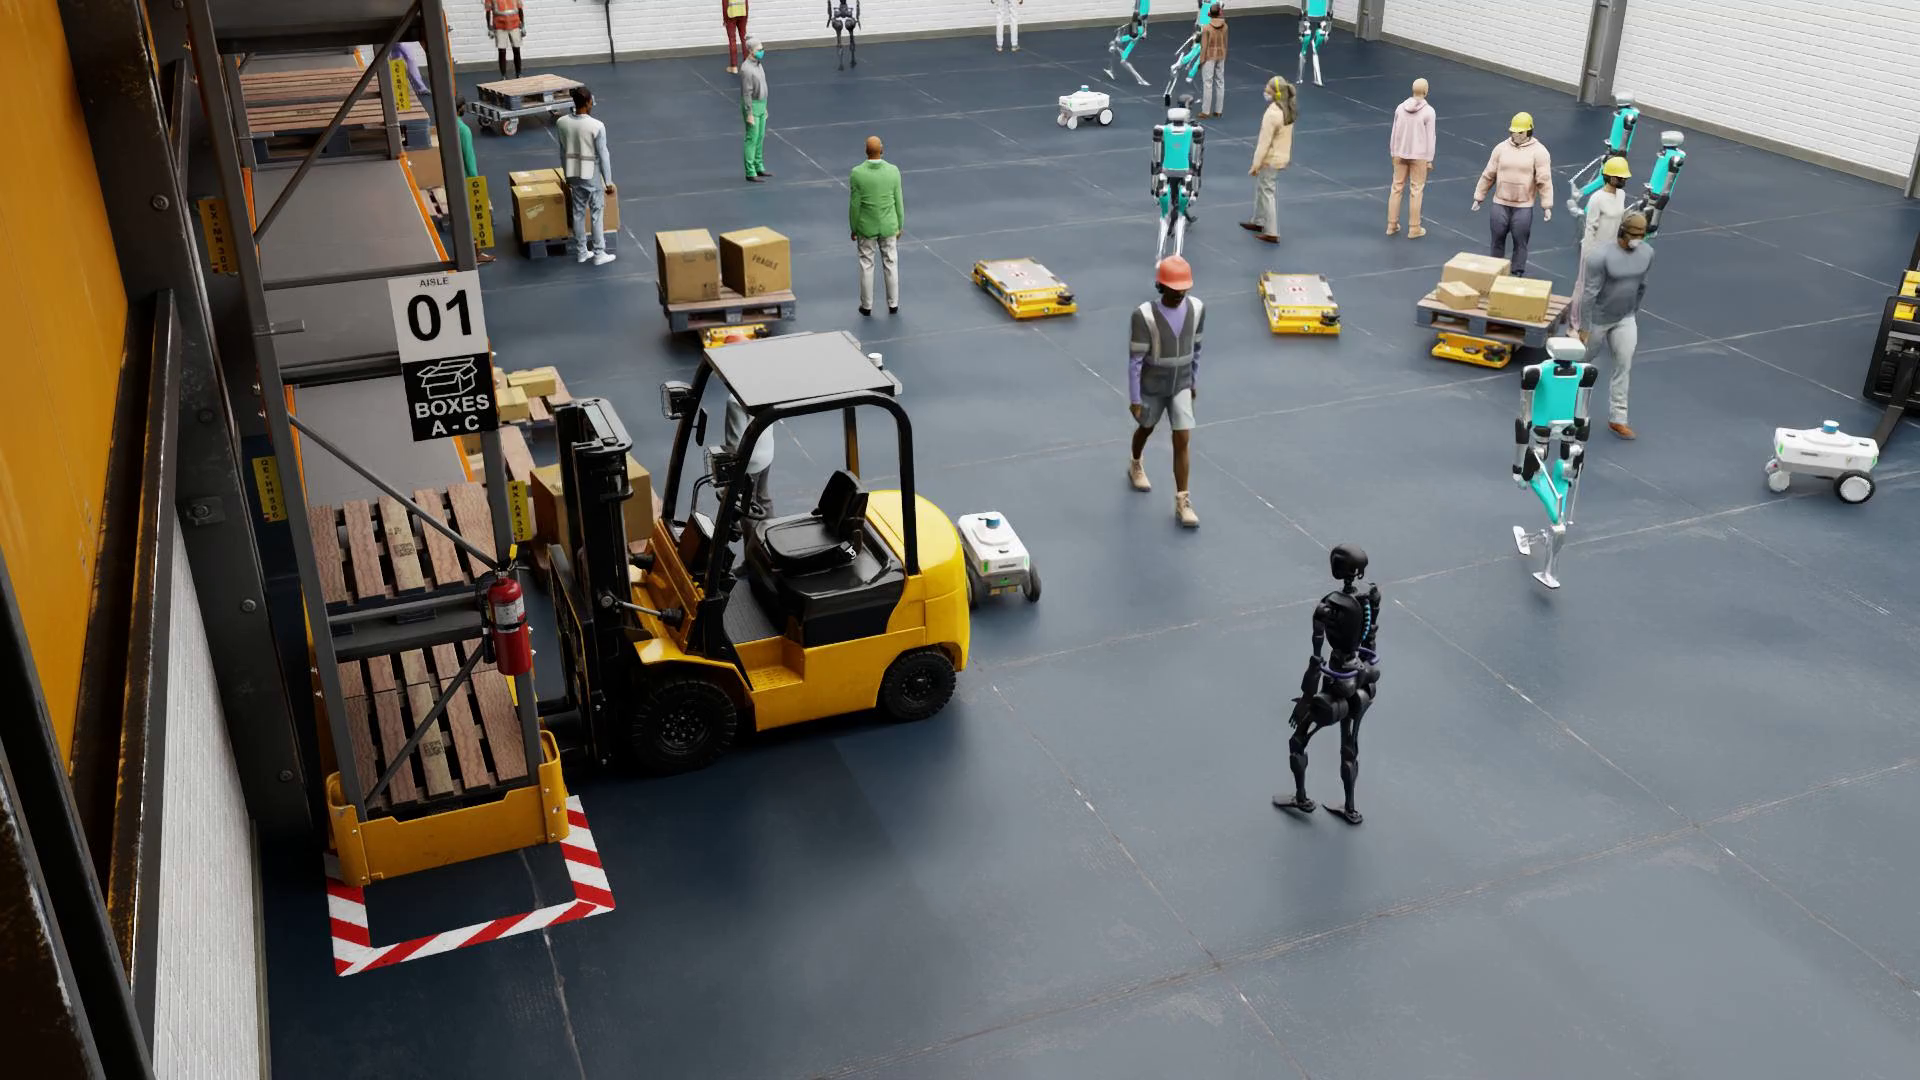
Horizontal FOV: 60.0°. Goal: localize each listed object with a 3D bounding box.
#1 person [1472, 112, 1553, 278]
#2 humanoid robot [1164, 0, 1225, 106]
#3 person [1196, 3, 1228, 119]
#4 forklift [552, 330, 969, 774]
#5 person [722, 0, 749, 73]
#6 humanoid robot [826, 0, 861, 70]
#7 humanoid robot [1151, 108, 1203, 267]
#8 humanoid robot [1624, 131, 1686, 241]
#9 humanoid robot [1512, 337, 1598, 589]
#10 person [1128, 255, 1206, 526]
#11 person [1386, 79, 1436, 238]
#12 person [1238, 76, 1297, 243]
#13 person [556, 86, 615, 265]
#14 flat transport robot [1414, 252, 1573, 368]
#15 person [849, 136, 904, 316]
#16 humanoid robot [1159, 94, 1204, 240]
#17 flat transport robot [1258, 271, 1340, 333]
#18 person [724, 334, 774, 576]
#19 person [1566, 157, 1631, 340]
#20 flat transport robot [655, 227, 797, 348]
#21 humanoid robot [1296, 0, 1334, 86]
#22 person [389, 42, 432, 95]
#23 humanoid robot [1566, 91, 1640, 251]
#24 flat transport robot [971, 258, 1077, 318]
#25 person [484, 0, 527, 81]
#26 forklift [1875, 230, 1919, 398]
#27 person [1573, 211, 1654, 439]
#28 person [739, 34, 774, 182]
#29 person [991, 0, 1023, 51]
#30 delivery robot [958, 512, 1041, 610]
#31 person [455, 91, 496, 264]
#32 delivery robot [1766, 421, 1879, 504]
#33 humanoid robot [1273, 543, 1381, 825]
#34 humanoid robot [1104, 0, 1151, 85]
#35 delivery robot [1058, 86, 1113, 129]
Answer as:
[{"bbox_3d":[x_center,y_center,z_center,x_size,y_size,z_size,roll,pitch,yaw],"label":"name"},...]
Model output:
[{"bbox_3d":[5.713,-3.484,17.156,0.818,1.855,0.431,17,31,30],"label":"person"},{"bbox_3d":[3.447,-7.426,25.145,1.016,1.750,0.531,-15,30,-27],"label":"humanoid robot"},{"bbox_3d":[3.715,-7.023,24.416,0.459,1.649,0.327,-12,29,-22],"label":"person"},{"bbox_3d":[-1.094,0.010,9.831,2.313,2.155,1.214,-10,28,-20],"label":"forklift"},{"bbox_3d":[-3.702,-8.638,27.496,0.476,1.769,0.359,-15,31,-28],"label":"person"},{"bbox_3d":[-1.952,-8.764,27.875,0.589,1.633,0.655,0,27,1],"label":"humanoid robot"},{"bbox_3d":[2.315,-3.784,17.888,0.532,1.807,0.691,4,27,8],"label":"humanoid robot"},{"bbox_3d":[6.789,-3.230,16.793,0.746,1.779,0.530,4,27,7],"label":"humanoid robot"},{"bbox_3d":[4.072,-0.467,11.284,0.541,1.729,1.030,-5,27,-9],"label":"humanoid robot"},{"bbox_3d":[1.526,-1.170,12.408,0.628,1.988,1.065,-8,28,-16],"label":"person"},{"bbox_3d":[5.134,-4.340,18.932,0.522,1.784,0.403,19,32,33],"label":"person"},{"bbox_3d":[3.408,-4.324,18.836,0.742,1.847,0.588,18,32,31],"label":"person"},{"bbox_3d":[-4.033,-3.921,17.970,0.597,1.907,0.413,10,28,19],"label":"person"},{"bbox_3d":[5.087,-1.984,15.933,0.659,0.231,1.431,16,31,29],"label":"flat transport robot"},{"bbox_3d":[-0.827,-3.099,16.467,0.551,1.782,0.384,-6,27,-11],"label":"person"},{"bbox_3d":[2.542,-4.278,18.974,0.584,1.635,0.656,18,32,31],"label":"humanoid robot"},{"bbox_3d":[3.406,-2.397,16.756,0.659,0.231,1.431,2,27,3],"label":"flat transport robot"},{"bbox_3d":[-1.476,-0.588,11.522,0.350,1.738,0.572,8,28,15],"label":"person"},{"bbox_3d":[6.099,-2.765,15.819,0.523,1.769,0.314,-20,33,-34],"label":"person"},{"bbox_3d":[-2.266,-2.144,16.252,0.659,0.231,1.431,-7,28,-14],"label":"flat transport robot"},{"bbox_3d":[5.607,-8.095,26.542,0.530,1.867,0.766,0,27,-1],"label":"humanoid robot"},{"bbox_3d":[-8.760,-7.839,25.872,0.949,1.799,0.584,0,27,0],"label":"person"},{"bbox_3d":[7.030,-4.020,18.469,0.704,1.911,0.546,5,27,9],"label":"humanoid robot"},{"bbox_3d":[0.647,-2.624,17.207,0.659,0.231,1.431,-8,28,-16],"label":"flat transport robot"},{"bbox_3d":[-7.168,-8.132,26.291,0.607,1.955,0.370,-12,29,-23],"label":"person"},{"bbox_3d":[9.029,-2.397,14.618,1.214,2.155,2.313,18,32,32],"label":"forklift"},{"bbox_3d":[5.398,-1.865,13.906,0.643,1.900,0.973,-6,27,-12],"label":"person"},{"bbox_3d":[-2.611,-5.499,21.180,0.331,1.841,0.515,6,27,13],"label":"person"},{"bbox_3d":[0.826,-9.577,29.240,0.584,1.881,0.341,1,27,2],"label":"person"},{"bbox_3d":[0.229,0.103,11.454,0.499,0.585,0.777,-7,28,-13],"label":"delivery robot"},{"bbox_3d":[-5.406,-3.911,18.016,0.503,1.842,0.408,21,34,36],"label":"person"},{"bbox_3d":[6.702,-0.638,12.928,0.765,0.585,0.499,9,28,18],"label":"delivery robot"},{"bbox_3d":[2.022,0.763,8.907,0.608,1.641,0.456,-21,33,-36],"label":"humanoid robot"},{"bbox_3d":[2.637,-8.205,26.734,1.016,1.783,0.532,13,29,24],"label":"humanoid robot"},{"bbox_3d":[1.835,-6.298,24.217,0.791,0.614,0.499,-14,30,-26],"label":"delivery robot"}]
